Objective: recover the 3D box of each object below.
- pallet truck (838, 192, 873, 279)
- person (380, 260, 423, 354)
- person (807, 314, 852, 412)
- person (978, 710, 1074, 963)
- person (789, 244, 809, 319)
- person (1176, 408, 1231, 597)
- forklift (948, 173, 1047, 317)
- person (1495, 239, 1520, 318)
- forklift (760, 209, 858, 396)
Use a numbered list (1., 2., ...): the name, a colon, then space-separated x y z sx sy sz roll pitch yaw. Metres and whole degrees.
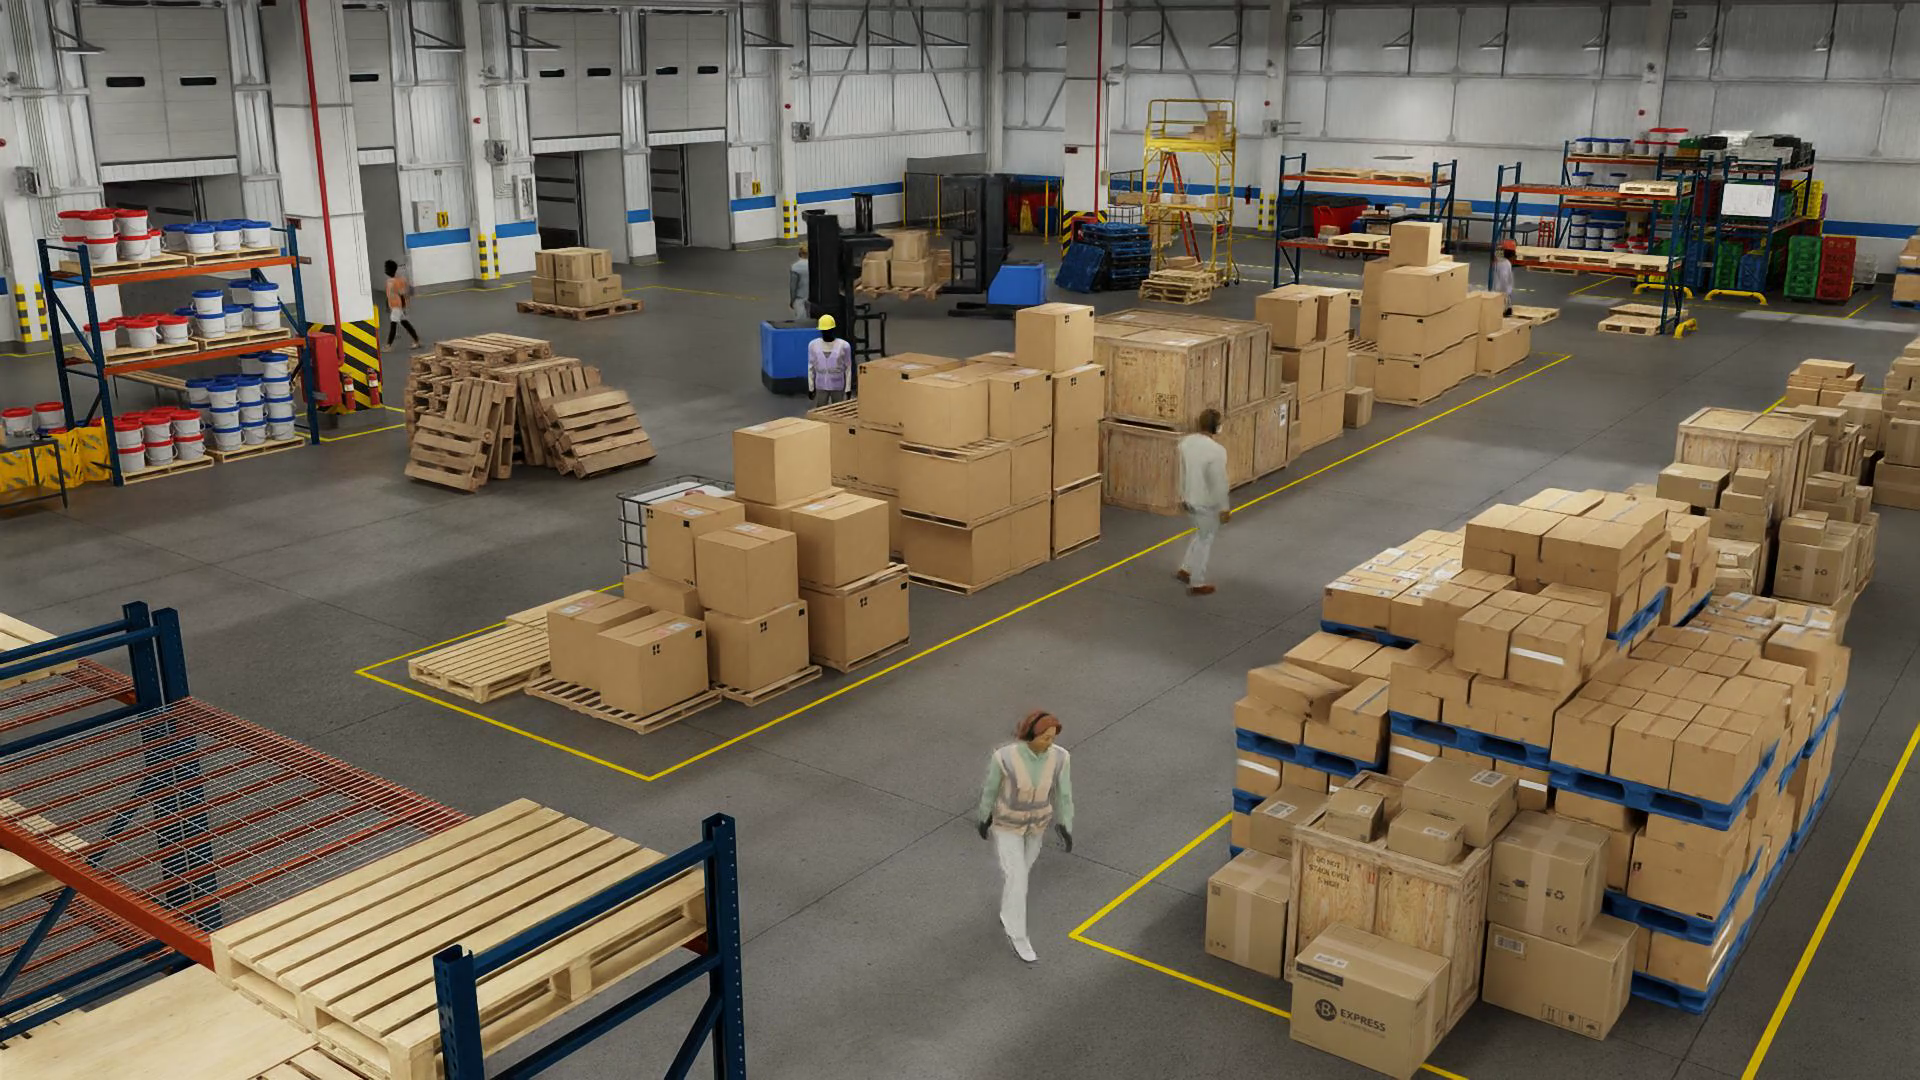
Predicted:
1. pallet truck: -1.936 -7.159 38.982 1.885 1.965 0.823 -12 21 -34
2. person: -10.045 -4.177 29.700 0.881 1.652 0.545 -13 21 -36
3. person: -1.743 -2.054 22.199 0.596 1.925 0.372 2 17 7
4. person: 0.405 1.757 10.130 0.528 1.584 0.702 -6 18 -20
5. person: -2.726 -4.285 29.591 0.637 1.929 0.375 -8 19 -26
6. person: 2.465 -0.375 16.656 0.443 1.924 0.637 -7 18 -21
7. forklift: 0.771 -5.916 33.364 1.873 2.768 1.129 3 17 10
8. person: 9.929 -4.580 30.587 0.760 1.915 0.554 6 18 18
9. forklift: -2.177 -3.783 26.301 1.873 2.768 1.129 -5 18 -17
